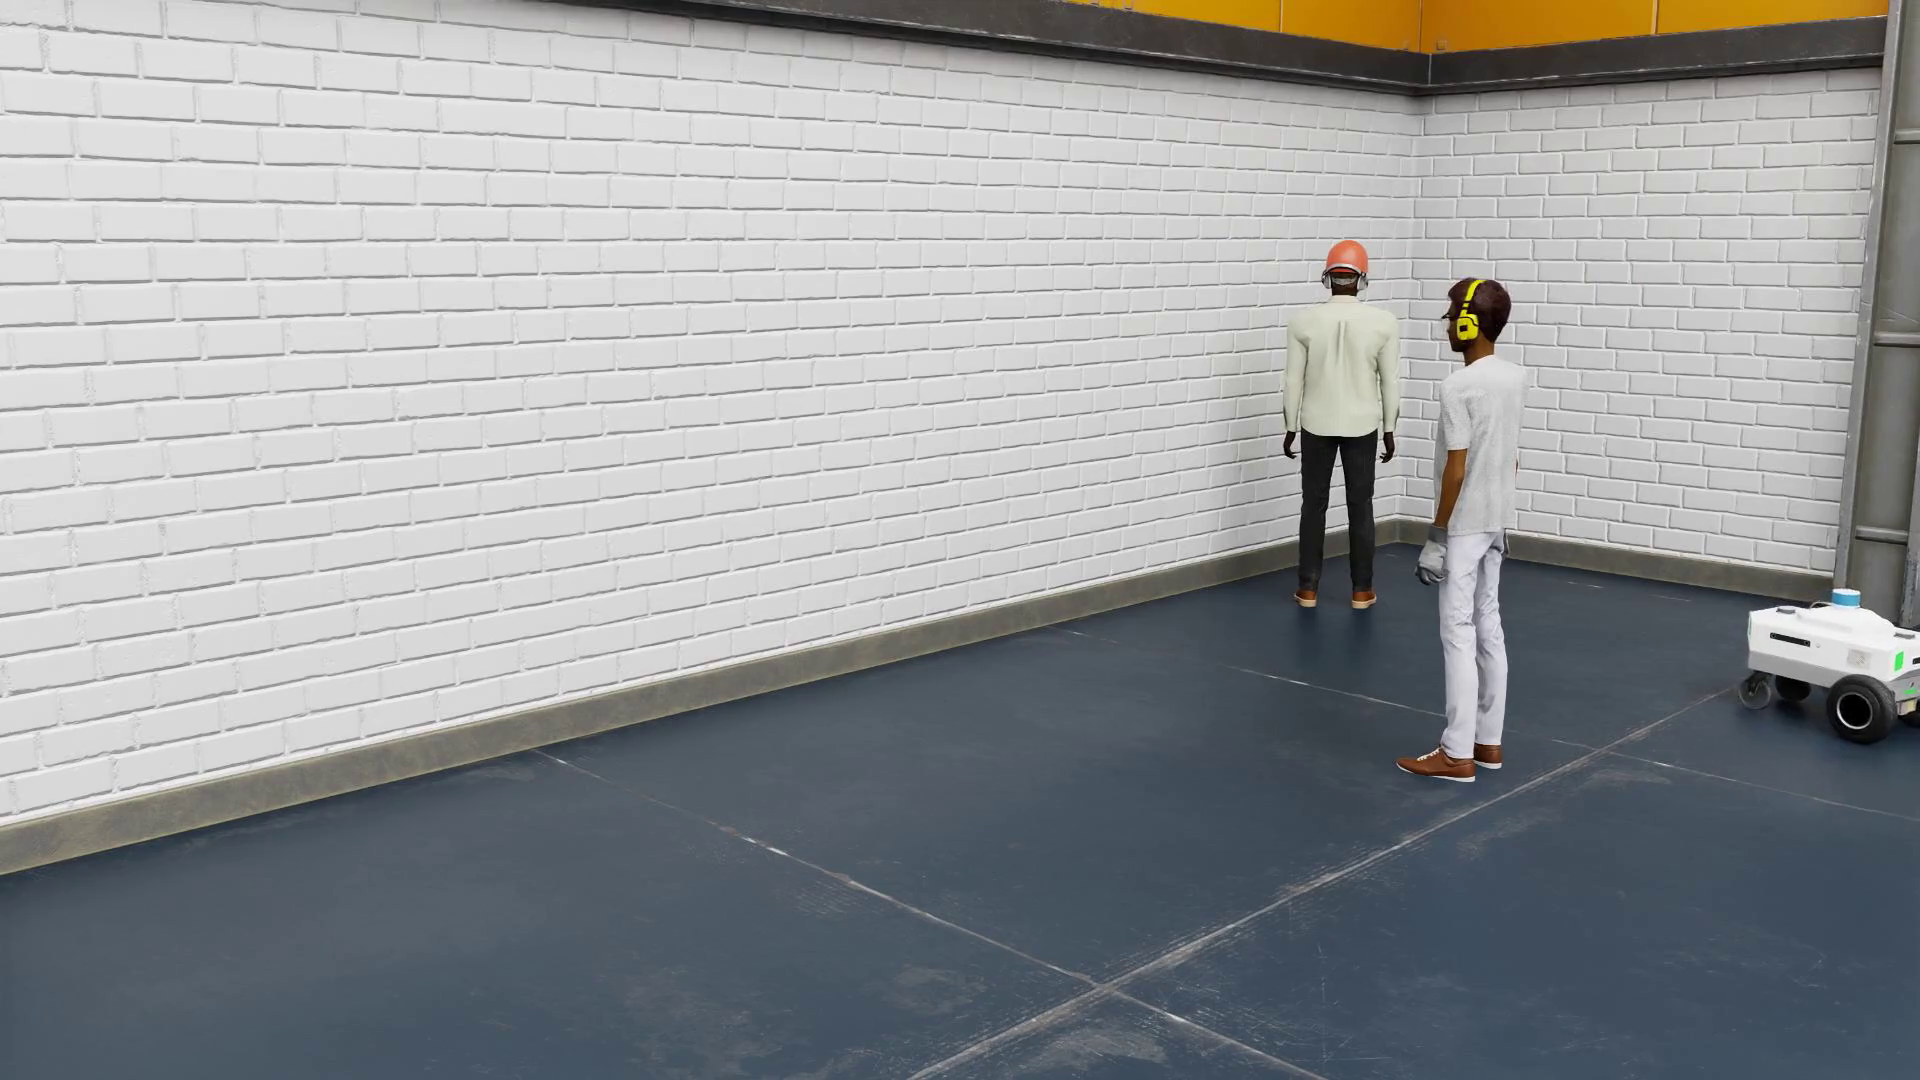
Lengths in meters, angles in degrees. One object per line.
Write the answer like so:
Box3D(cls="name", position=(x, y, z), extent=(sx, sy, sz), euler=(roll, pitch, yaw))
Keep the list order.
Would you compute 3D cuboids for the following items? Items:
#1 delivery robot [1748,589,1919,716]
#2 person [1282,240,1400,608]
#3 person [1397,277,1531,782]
Box3D(cls="delivery robot", position=(3.658, 0.447, 6.905), extent=(0.477, 0.478, 0.707), euler=(-6, 12, -29))
Box3D(cls="person", position=(2.064, -0.618, 9.039), extent=(0.622, 1.993, 0.384), euler=(2, 11, 12))
Box3D(cls="person", position=(1.887, -0.033, 6.197), extent=(0.512, 1.869, 0.328), euler=(-10, 14, -43))
